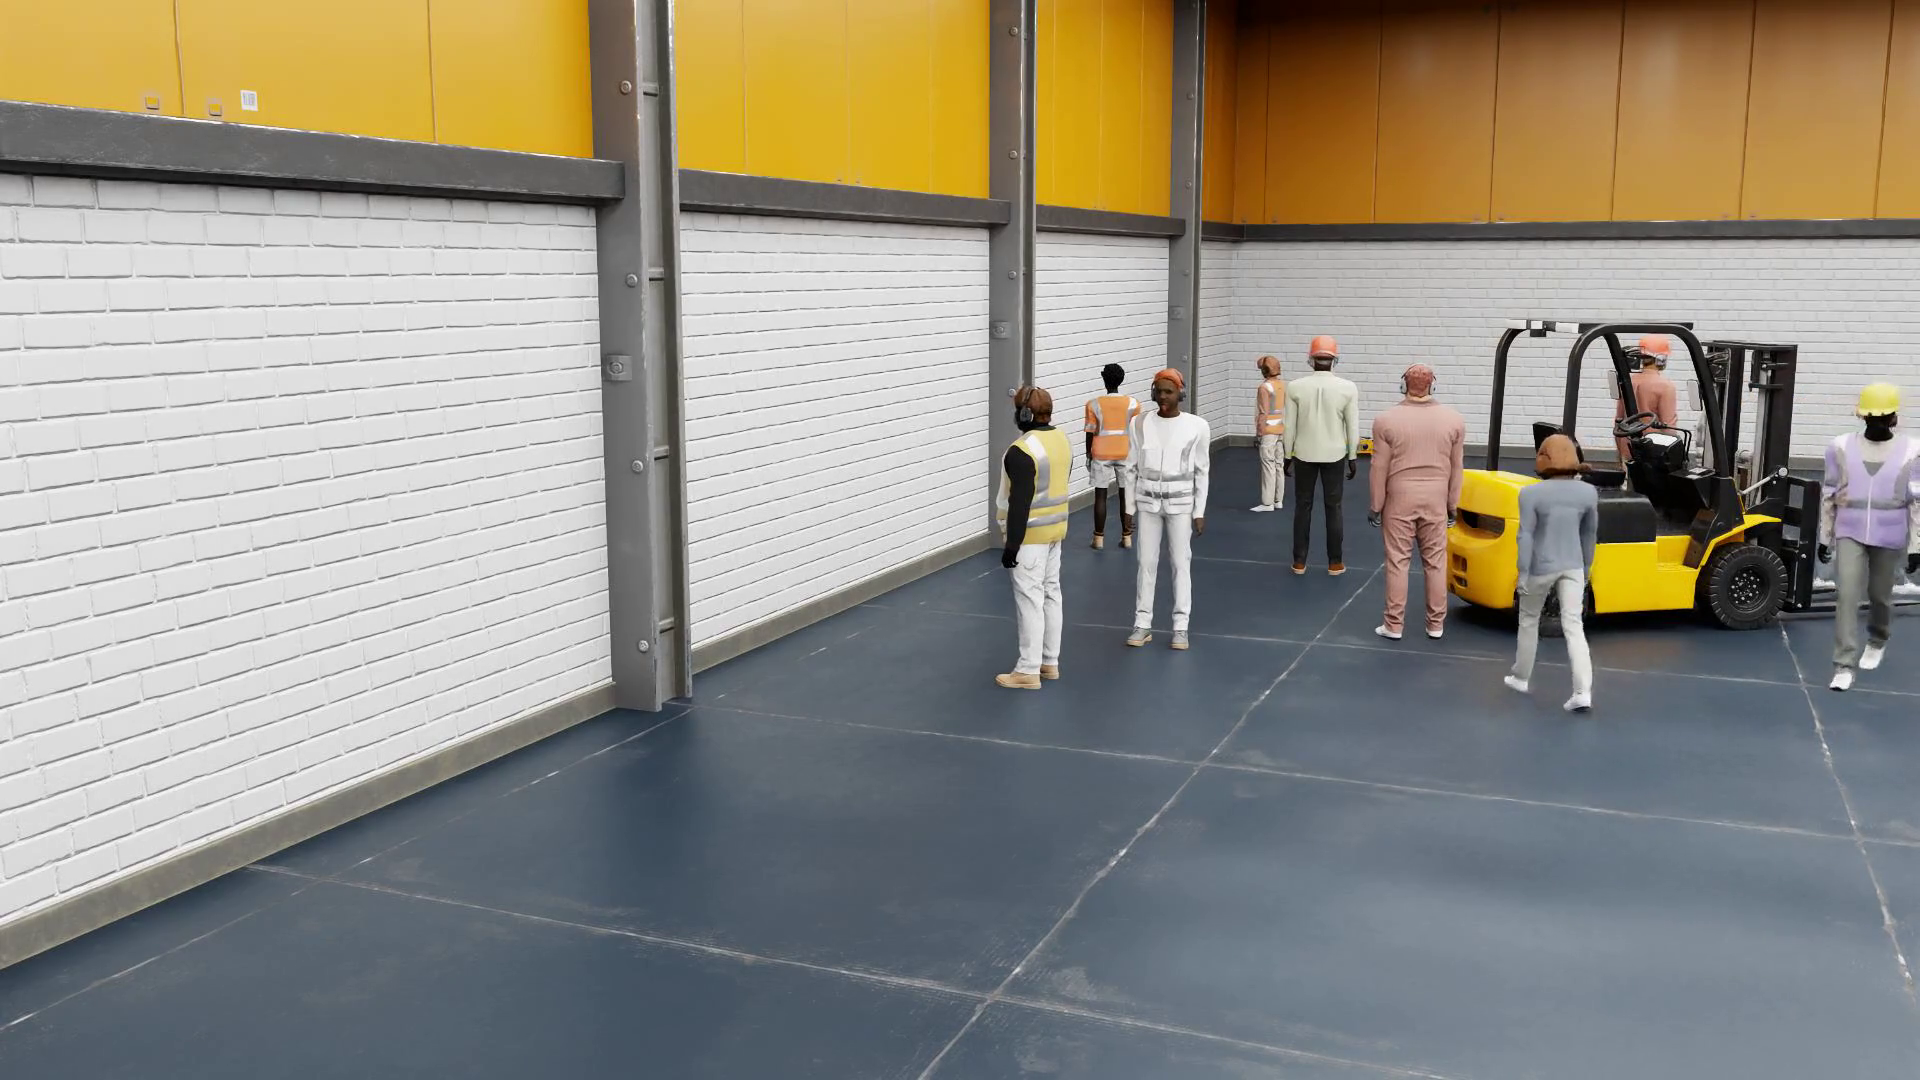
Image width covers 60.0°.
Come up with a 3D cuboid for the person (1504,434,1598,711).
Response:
[{"bbox_3d":[3.490,0.178,9.717,0.513,1.593,0.839,-1,9,-6],"label":"person"}]

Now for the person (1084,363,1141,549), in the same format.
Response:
[{"bbox_3d":[1.381,-0.754,15.079,0.529,1.690,0.321,0,9,-2],"label":"person"}]

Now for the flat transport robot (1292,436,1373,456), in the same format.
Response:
[{"bbox_3d":[4.970,-1.278,22.536,1.431,0.197,0.652,-2,9,-9],"label":"flat transport robot"}]

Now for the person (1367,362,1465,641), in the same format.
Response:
[{"bbox_3d":[3.109,-0.259,11.413,0.643,1.910,0.399,0,9,-1],"label":"person"}]

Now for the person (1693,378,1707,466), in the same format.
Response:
[{"bbox_3d":[6.582,-0.637,14.576,0.333,1.626,0.523,4,10,22],"label":"person"}]

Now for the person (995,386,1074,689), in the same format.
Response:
[{"bbox_3d":[0.436,-0.017,10.148,0.429,1.844,0.627,5,11,29],"label":"person"}]

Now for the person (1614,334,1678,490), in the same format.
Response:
[{"bbox_3d":[5.826,-0.750,14.127,0.402,1.994,0.664,-4,10,-24],"label":"person"}]

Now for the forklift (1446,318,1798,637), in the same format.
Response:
[{"bbox_3d":[4.706,-0.497,11.990,2.313,2.155,1.214,-2,10,-10],"label":"forklift"}]

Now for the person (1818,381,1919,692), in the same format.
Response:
[{"bbox_3d":[5.635,-0.056,10.278,0.586,1.878,0.986,6,11,33],"label":"person"}]

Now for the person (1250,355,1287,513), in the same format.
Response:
[{"bbox_3d":[3.231,-1.103,17.341,0.310,1.639,0.514,7,12,36],"label":"person"}]

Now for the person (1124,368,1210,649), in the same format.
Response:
[{"bbox_3d":[1.377,-0.206,11.173,0.575,1.882,0.355,3,10,19],"label":"person"}]

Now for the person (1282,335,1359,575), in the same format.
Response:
[{"bbox_3d":[2.994,-0.701,13.830,0.625,1.991,0.391,2,10,14],"label":"person"}]

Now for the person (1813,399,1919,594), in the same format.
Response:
[{"bbox_3d":[7.118,-0.345,12.924,0.848,1.587,0.506,3,10,19],"label":"person"}]
